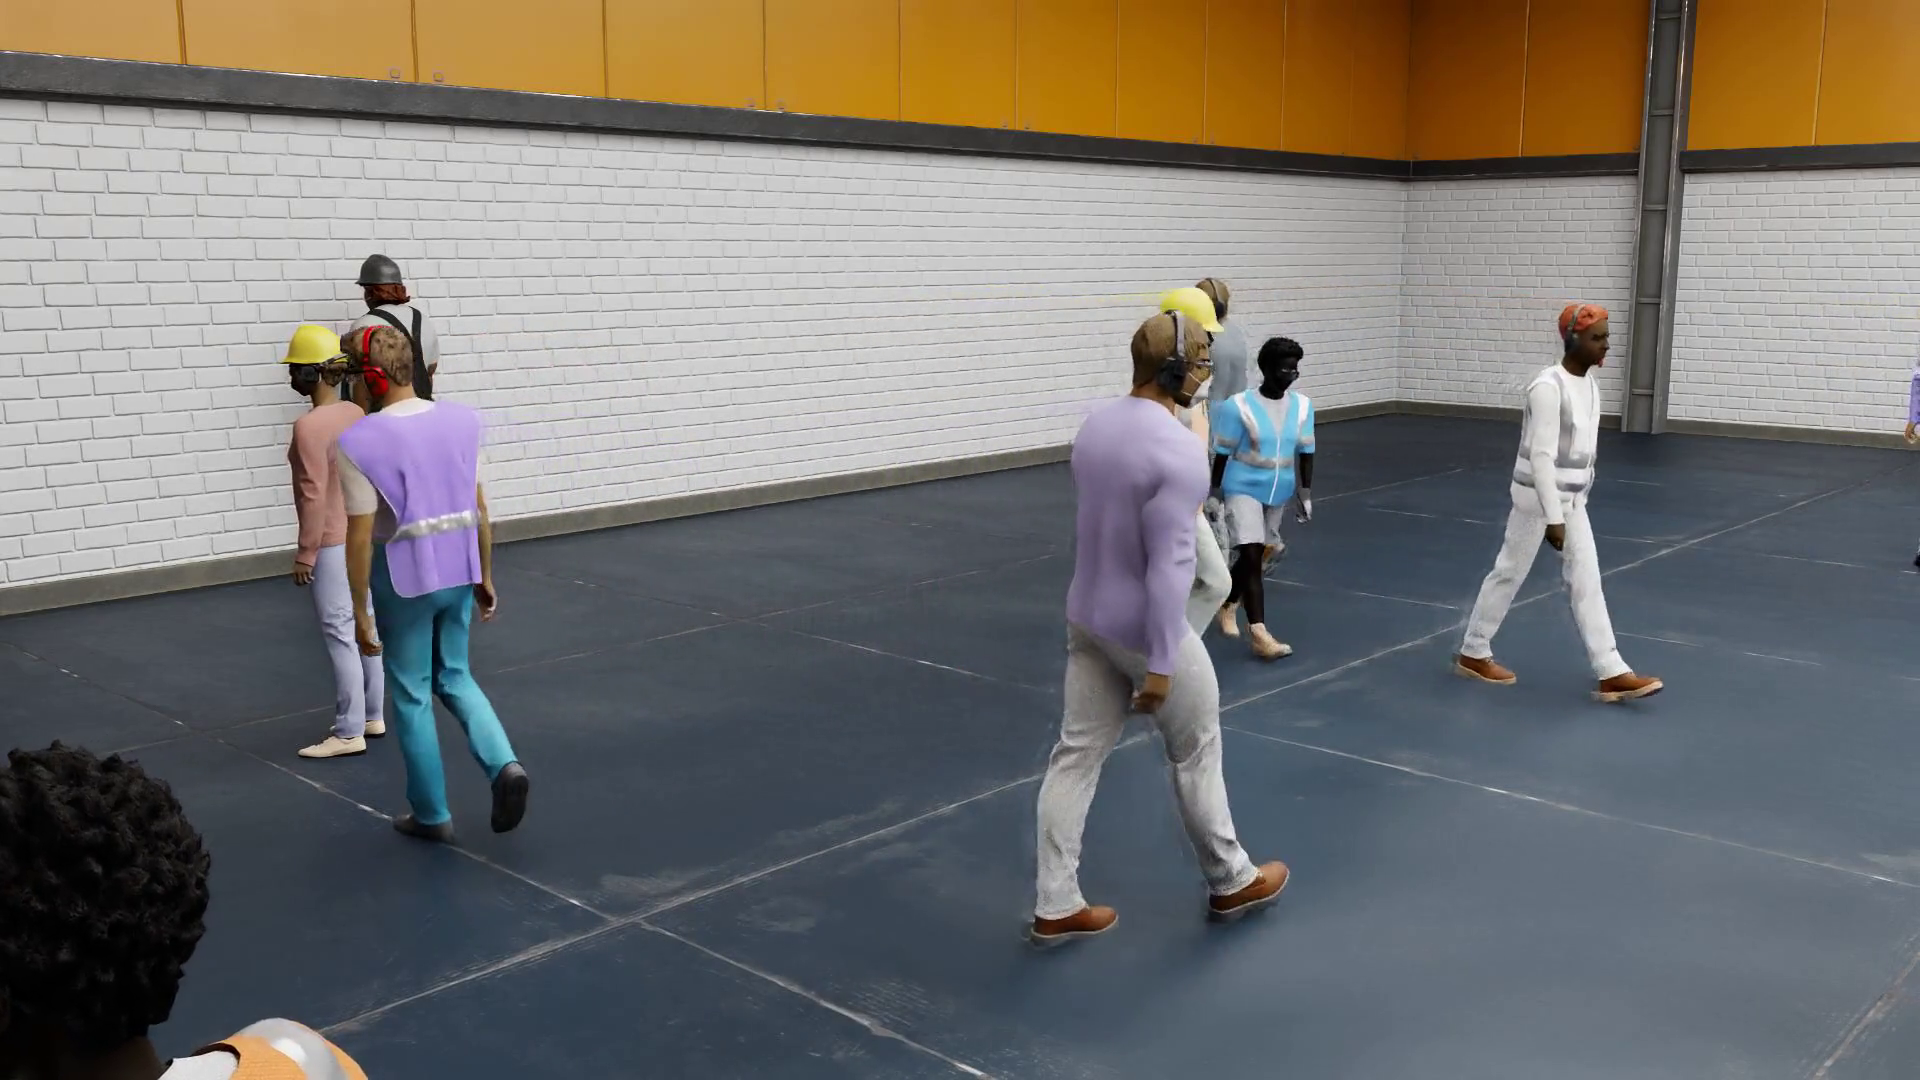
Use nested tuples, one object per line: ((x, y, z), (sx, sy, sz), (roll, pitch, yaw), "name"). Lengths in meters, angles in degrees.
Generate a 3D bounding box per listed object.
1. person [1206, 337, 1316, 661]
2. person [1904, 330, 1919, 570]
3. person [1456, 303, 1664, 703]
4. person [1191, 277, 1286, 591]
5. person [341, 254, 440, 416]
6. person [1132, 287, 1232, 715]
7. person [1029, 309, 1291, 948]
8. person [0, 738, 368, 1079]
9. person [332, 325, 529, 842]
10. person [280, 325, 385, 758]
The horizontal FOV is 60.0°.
((1.551, -0.237, 8.591), (0.545, 1.634, 0.870), (-4, 11, -22), "person")
((6.451, -0.790, 10.697), (0.661, 1.992, 1.017), (7, 12, 33), "person")
((2.753, -0.169, 7.661), (0.585, 1.825, 1.001), (-9, 13, -42), "person")
((1.610, -0.603, 9.902), (0.539, 1.911, 0.636), (2, 10, 12), "person")
((-3.638, -0.777, 10.505), (0.538, 2.000, 0.682), (4, 11, 22), "person")
((0.967, -0.145, 7.287), (0.463, 1.907, 0.600), (4, 11, 20), "person")
((0.620, 0.266, 4.994), (0.977, 1.890, 0.653), (-6, 12, -30), "person")
((-0.672, 0.997, 1.406), (0.317, 1.693, 0.538), (3, 10, 18), "person")
((-1.793, 0.181, 5.669), (0.553, 1.822, 0.611), (7, 12, 36), "person")
((-2.578, 0.009, 6.814), (0.312, 1.769, 0.522), (1, 10, 3), "person")
